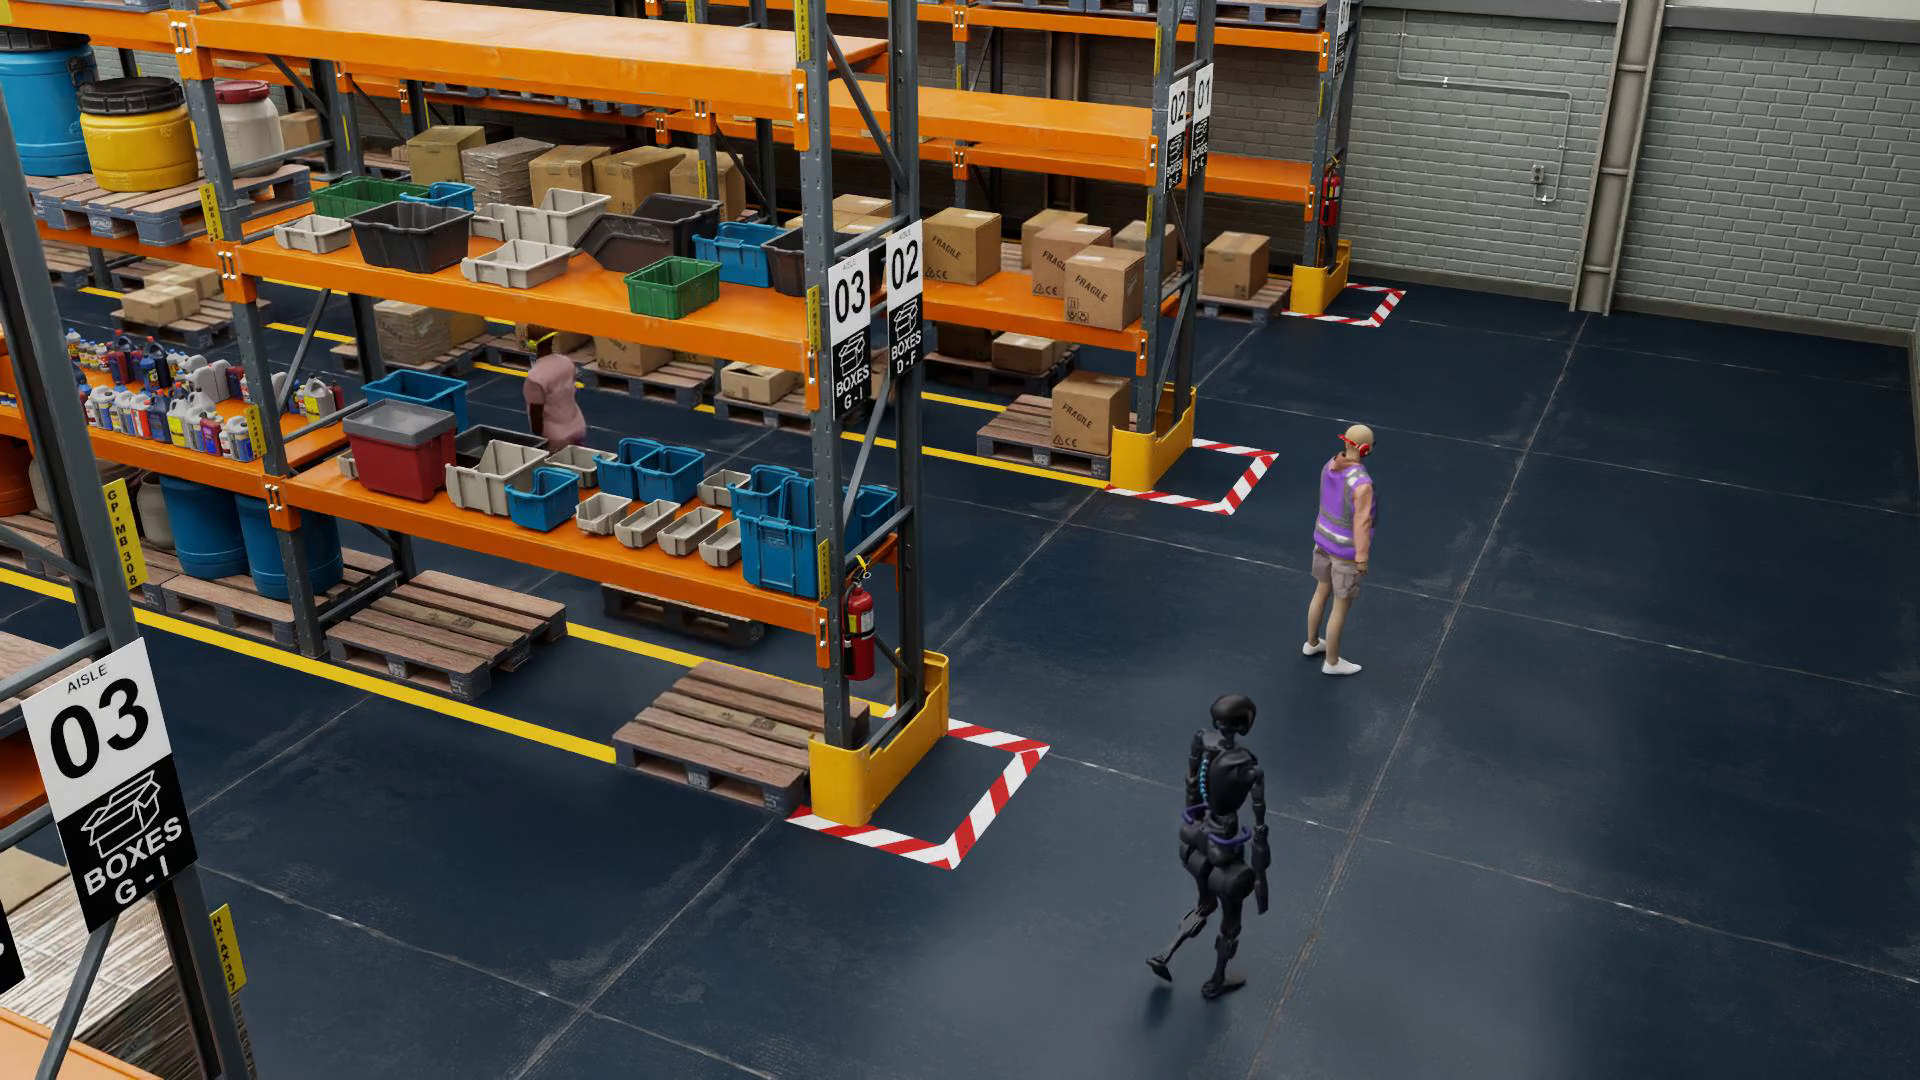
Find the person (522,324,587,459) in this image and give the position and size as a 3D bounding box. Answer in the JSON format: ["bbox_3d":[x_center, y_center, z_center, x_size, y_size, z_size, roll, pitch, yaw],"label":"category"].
[{"bbox_3d":[-3.038,-0.775,12.175,0.811,1.771,0.527,16,30,29],"label":"person"}]

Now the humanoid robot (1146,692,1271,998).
[{"bbox_3d":[1.168,1.464,7.752,0.482,1.640,0.589,-16,30,-28],"label":"humanoid robot"}]

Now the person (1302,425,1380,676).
[{"bbox_3d":[2.429,0.057,10.589,0.348,1.688,0.491,-9,28,-18],"label":"person"}]
